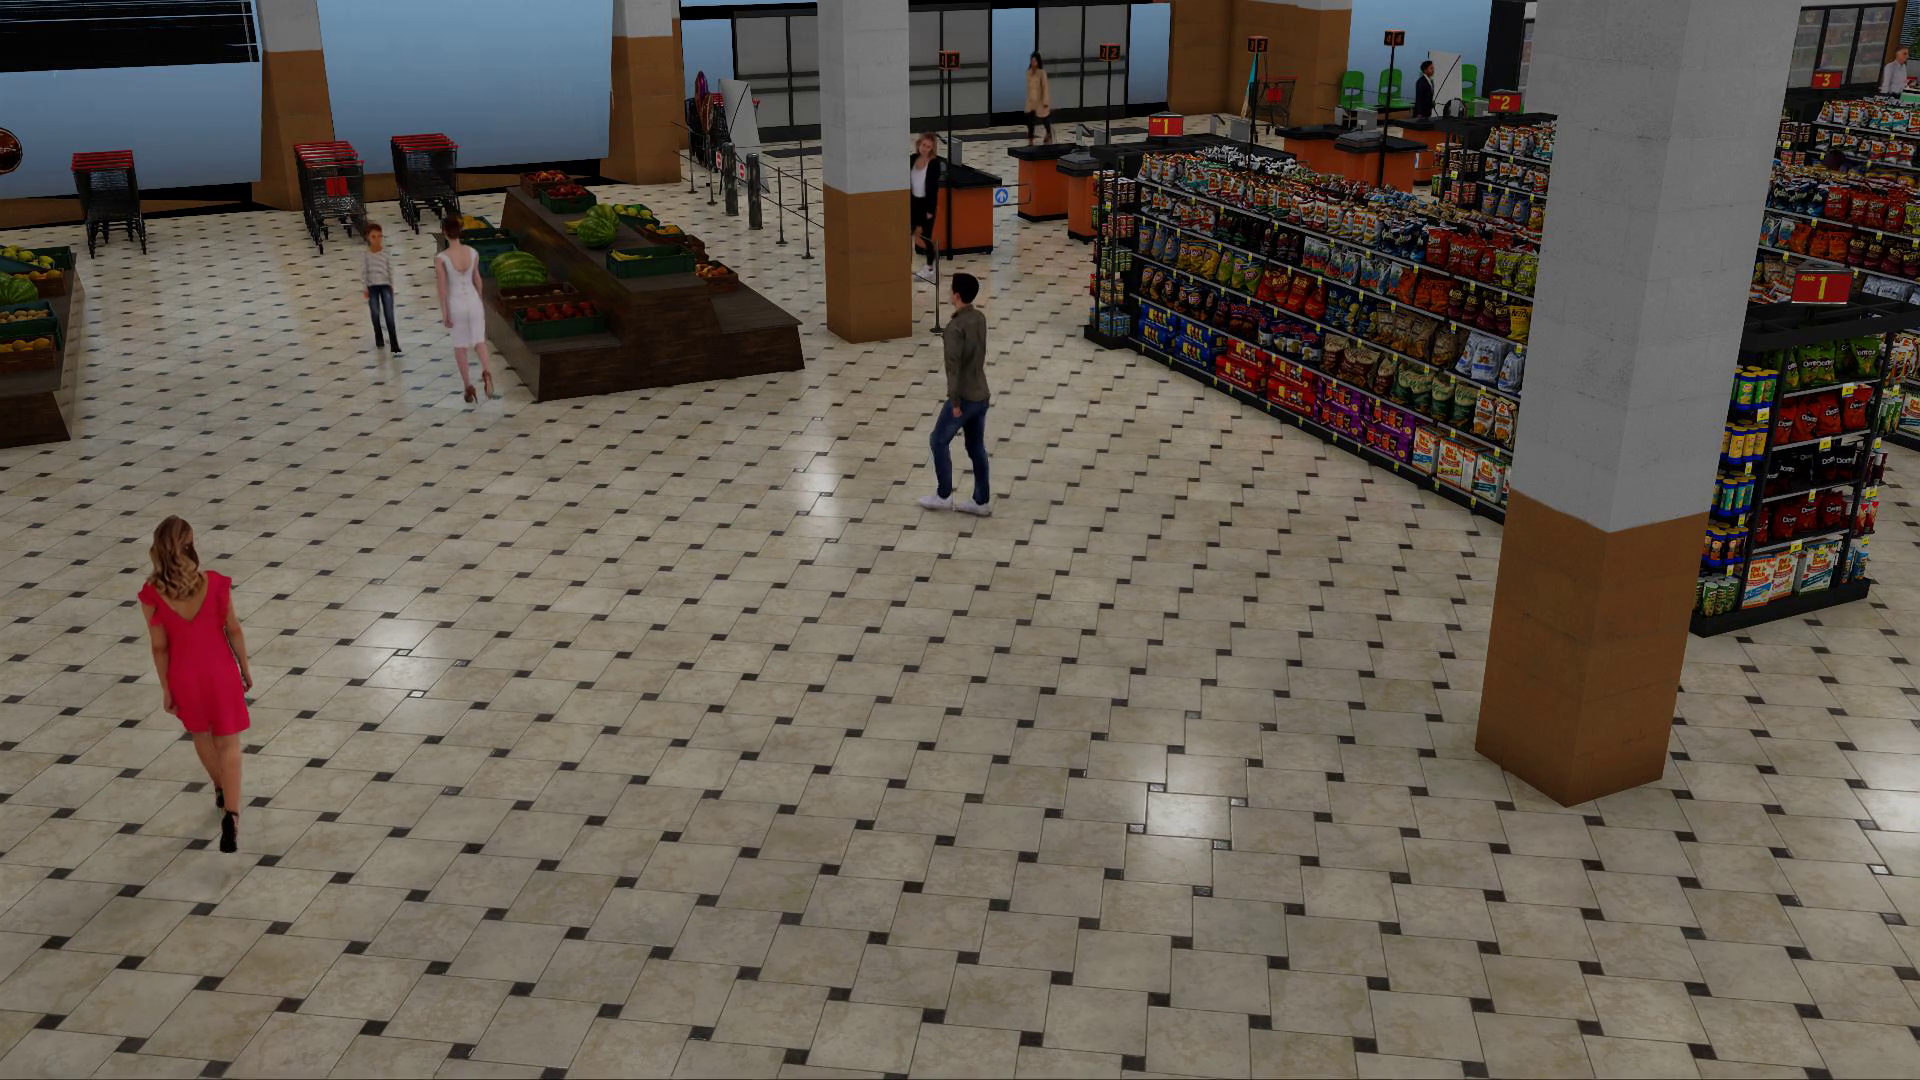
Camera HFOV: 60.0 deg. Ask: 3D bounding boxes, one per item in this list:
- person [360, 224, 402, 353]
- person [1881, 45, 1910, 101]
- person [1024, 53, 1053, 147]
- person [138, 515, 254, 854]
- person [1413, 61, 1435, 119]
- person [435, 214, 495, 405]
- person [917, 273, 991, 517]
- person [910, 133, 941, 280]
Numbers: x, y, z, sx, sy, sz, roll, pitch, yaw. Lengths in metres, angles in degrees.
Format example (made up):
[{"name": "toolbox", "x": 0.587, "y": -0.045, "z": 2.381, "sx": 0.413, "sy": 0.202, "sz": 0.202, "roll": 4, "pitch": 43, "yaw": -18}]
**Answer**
[{"name": "person", "x": -5.913, "y": -2.545, "z": 16.854, "sx": 0.499, "sy": 1.280, "sz": 0.931, "roll": -11, "pitch": 24, "yaw": -25}, {"name": "person", "x": 16.226, "y": -7.711, "z": 28.994, "sx": 0.653, "sy": 1.814, "sz": 0.563, "roll": -11, "pitch": 24, "yaw": -26}, {"name": "person", "x": 1.392, "y": -7.653, "z": 29.110, "sx": 1.168, "sy": 1.621, "sz": 1.117, "roll": 13, "pitch": 25, "yaw": 30}, {"name": "person", "x": -3.703, "y": 0.734, "z": 8.141, "sx": 0.602, "sy": 1.691, "sz": 1.028, "roll": -9, "pitch": 23, "yaw": -20}, {"name": "person", "x": 7.588, "y": -6.996, "z": 27.335, "sx": 0.702, "sy": 1.725, "sz": 0.709, "roll": 14, "pitch": 26, "yaw": 32}, {"name": "person", "x": -4.393, "y": -2.006, "z": 14.849, "sx": 0.660, "sy": 1.774, "sz": 0.985, "roll": -14, "pitch": 26, "yaw": -31}, {"name": "person", "x": 0.119, "y": -1.049, "z": 12.370, "sx": 0.964, "sy": 1.846, "sz": 0.900, "roll": 14, "pitch": 26, "yaw": 31}, {"name": "person", "x": -0.436, "y": -3.904, "z": 19.611, "sx": 1.079, "sy": 1.746, "sz": 1.108, "roll": 14, "pitch": 26, "yaw": 31}]
